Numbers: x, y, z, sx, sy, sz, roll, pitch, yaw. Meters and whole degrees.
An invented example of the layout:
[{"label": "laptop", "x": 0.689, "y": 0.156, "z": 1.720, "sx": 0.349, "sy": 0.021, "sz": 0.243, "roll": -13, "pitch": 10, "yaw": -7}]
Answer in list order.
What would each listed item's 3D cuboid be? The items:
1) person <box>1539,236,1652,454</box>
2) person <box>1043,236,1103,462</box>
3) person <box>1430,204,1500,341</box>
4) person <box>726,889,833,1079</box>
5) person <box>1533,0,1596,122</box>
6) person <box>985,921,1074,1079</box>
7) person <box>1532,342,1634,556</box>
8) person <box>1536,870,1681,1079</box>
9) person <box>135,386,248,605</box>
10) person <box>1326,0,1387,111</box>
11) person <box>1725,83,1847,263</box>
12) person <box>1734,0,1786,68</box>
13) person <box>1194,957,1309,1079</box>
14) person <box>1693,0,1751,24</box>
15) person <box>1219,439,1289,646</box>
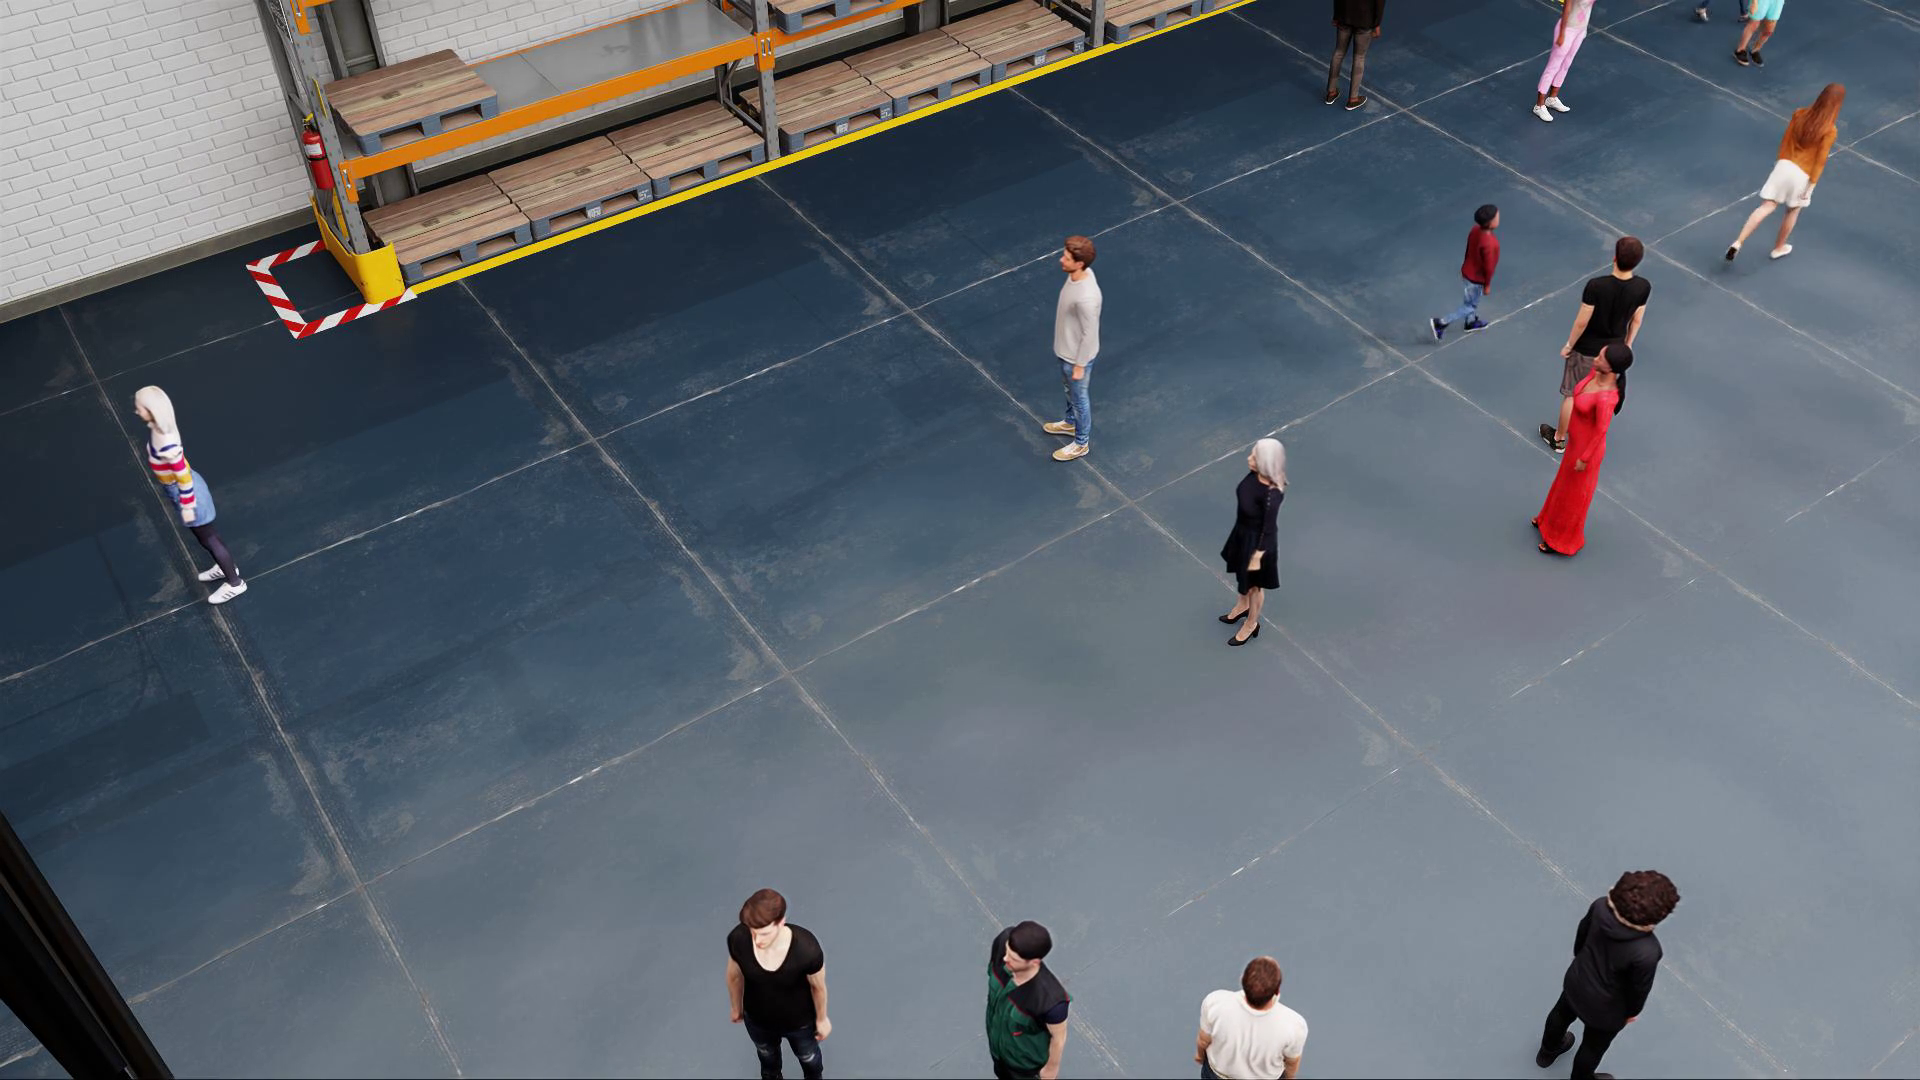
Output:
[{"label": "person", "x": 4.758, "y": -1.442, "z": 12.407, "sx": 0.704, "sy": 1.860, "sz": 0.829, "roll": -3, "pitch": 44, "yaw": -3}, {"label": "person", "x": 0.864, "y": -1.433, "z": 12.366, "sx": 0.729, "sy": 1.903, "sz": 0.753, "roll": -6, "pitch": 44, "yaw": -7}, {"label": "person", "x": 4.179, "y": -2.170, "z": 13.619, "sx": 0.864, "sy": 1.243, "sz": 0.724, "roll": -5, "pitch": 44, "yaw": -5}, {"label": "person", "x": -0.905, "y": 2.353, "z": 8.397, "sx": 0.757, "sy": 1.896, "sz": 0.813, "roll": 8, "pitch": 44, "yaw": 8}, {"label": "person", "x": 5.938, "y": -4.961, "z": 16.187, "sx": 0.469, "sy": 1.741, "sz": 0.645, "roll": -30, "pitch": 51, "yaw": -28}, {"label": "person", "x": 0.318, "y": 2.472, "z": 8.269, "sx": 0.543, "sy": 1.900, "sz": 0.679, "roll": -25, "pitch": 49, "yaw": -24}, {"label": "person", "x": 4.365, "y": -0.643, "z": 11.623, "sx": 0.781, "sy": 1.784, "sz": 0.732, "roll": 4, "pitch": 44, "yaw": 4}, {"label": "person", "x": 3.304, "y": 2.286, "z": 8.552, "sx": 0.655, "sy": 1.781, "sz": 0.667, "roll": -17, "pitch": 46, "yaw": -17}, {"label": "person", "x": -5.230, "y": -0.322, "z": 11.269, "sx": 0.536, "sy": 1.808, "sz": 0.669, "roll": -22, "pitch": 48, "yaw": -21}, {"label": "person", "x": 3.883, "y": -5.110, "z": 16.300, "sx": 0.726, "sy": 1.800, "sz": 0.664, "roll": 27, "pitch": 50, "yaw": 25}, {"label": "person", "x": 7.095, "y": -3.105, "z": 14.270, "sx": 0.991, "sy": 1.698, "sz": 0.618, "roll": -26, "pitch": 49, "yaw": -25}, {"label": "person", "x": 8.245, "y": -5.574, "z": 16.987, "sx": 0.679, "sy": 1.524, "sz": 0.738, "roll": -12, "pitch": 45, "yaw": -12}, {"label": "person", "x": 1.376, "y": 2.622, "z": 8.144, "sx": 0.751, "sy": 1.856, "sz": 0.775, "roll": 14, "pitch": 45, "yaw": 14}, {"label": "person", "x": 8.286, "y": -6.121, "z": 17.734, "sx": 0.894, "sy": 1.287, "sz": 0.906, "roll": 14, "pitch": 45, "yaw": 14}, {"label": "person", "x": 1.929, "y": 0.013, "z": 10.962, "sx": 0.714, "sy": 1.746, "sz": 0.696, "roll": -5, "pitch": 44, "yaw": -5}]
